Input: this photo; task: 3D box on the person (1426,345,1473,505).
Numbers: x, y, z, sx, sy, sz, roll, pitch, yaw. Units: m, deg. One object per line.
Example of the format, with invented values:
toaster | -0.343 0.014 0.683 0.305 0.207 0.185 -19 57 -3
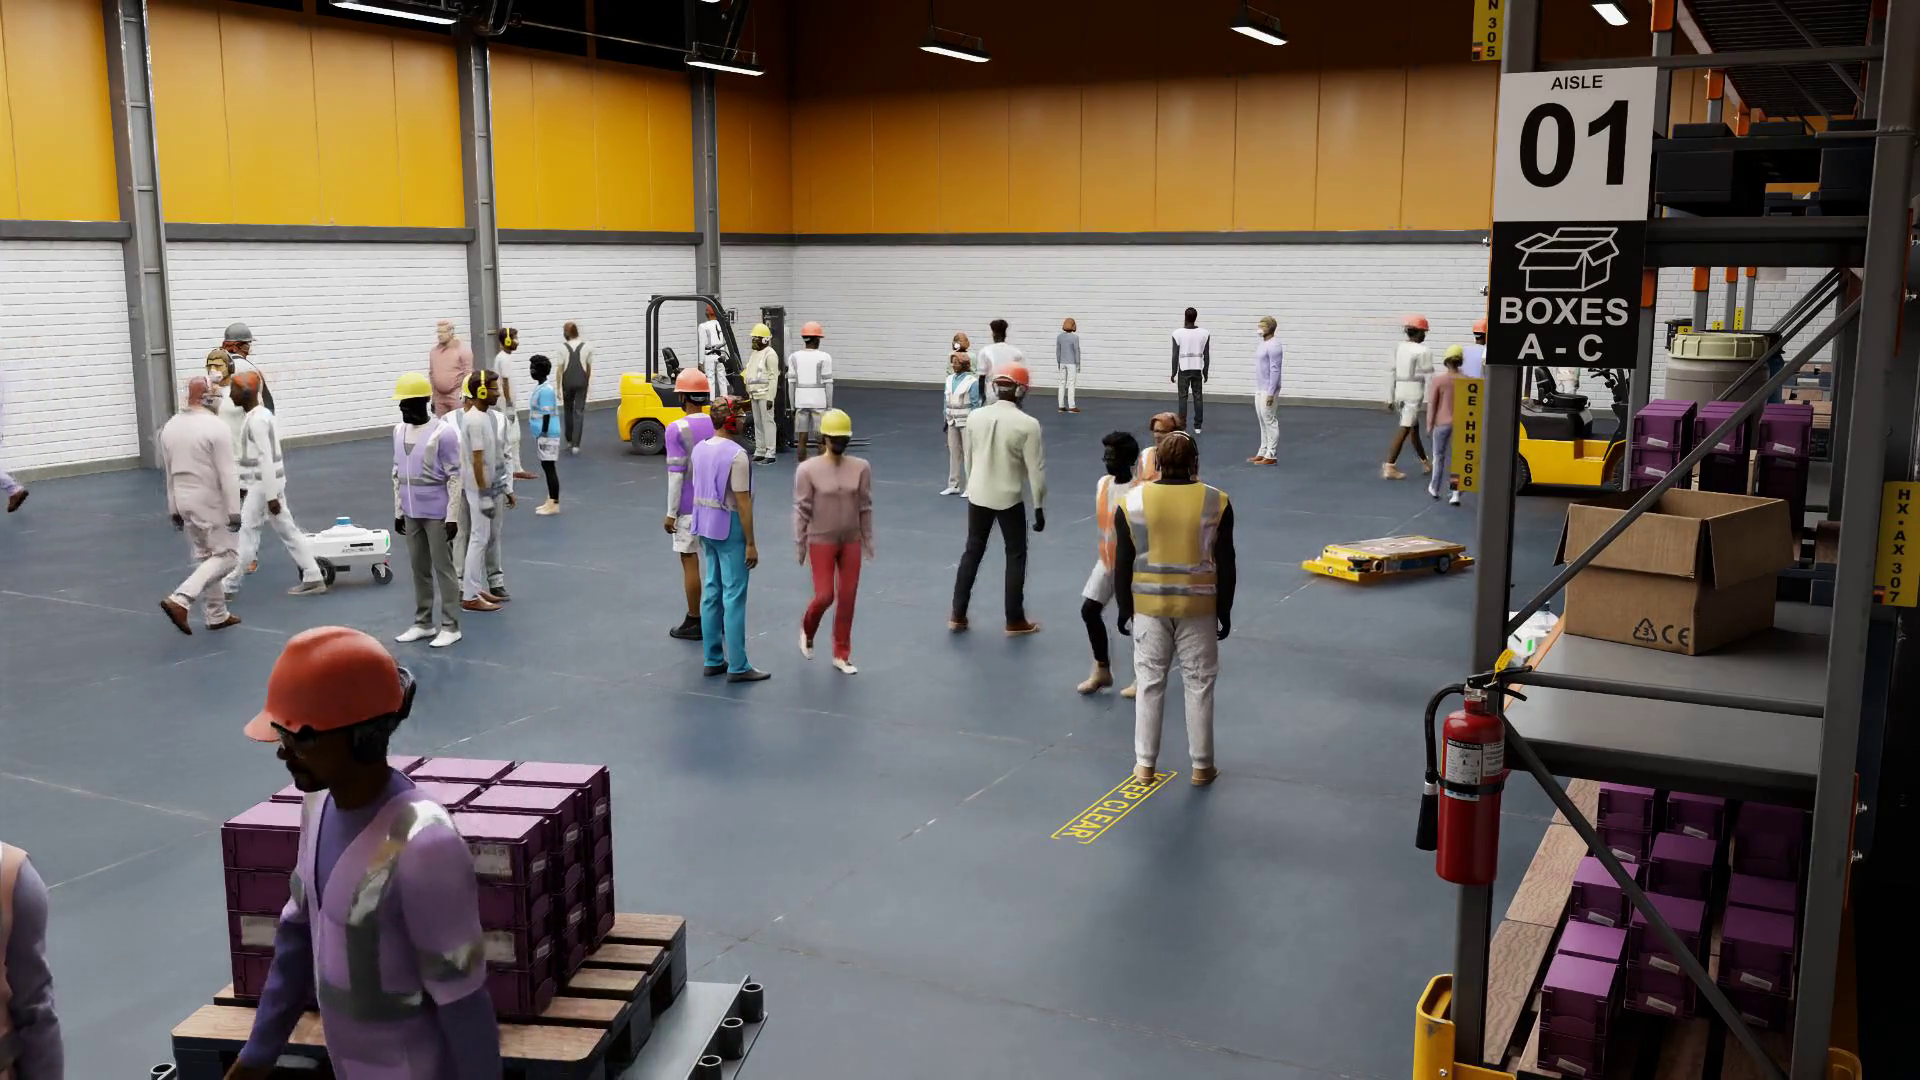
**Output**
person | 5.397 -1.266 18.297 0.546 1.723 0.890 1 10 4

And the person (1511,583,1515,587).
person | 4.391 -0.395 13.534 0.288 1.634 0.499 6 11 31

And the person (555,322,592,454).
person | -5.339 -2.114 23.039 0.505 1.780 0.974 -3 10 -15

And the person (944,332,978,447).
person | 0.015 -2.102 23.420 0.500 1.634 0.286 6 12 33

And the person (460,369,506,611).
person | -3.684 -0.378 12.804 0.339 1.860 0.532 -2 10 -12

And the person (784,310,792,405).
person | -3.029 -2.975 27.920 0.630 1.823 0.439 7 12 36

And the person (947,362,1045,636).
person | 0.267 -0.285 11.934 0.752 1.967 0.569 6 11 30

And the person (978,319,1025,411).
person | 0.513 -1.801 20.845 0.648 1.928 0.534 -2 10 -13

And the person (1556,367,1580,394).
person | 9.232 -2.426 25.275 0.315 1.640 0.515 -3 10 -15

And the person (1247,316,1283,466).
person | 3.959 -1.921 21.493 0.366 1.939 0.635 -1 10 -5

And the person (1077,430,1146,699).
person | 0.981 0.168 10.169 0.586 1.674 0.540 -7 12 -36

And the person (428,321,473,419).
person | -6.421 -1.792 20.900 0.650 1.898 0.398 4 11 22

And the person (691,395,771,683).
person | -1.509 -0.006 10.670 0.390 1.847 0.562 -9 13 -42

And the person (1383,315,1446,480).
person | 5.576 -1.732 20.242 1.066 1.983 0.629 -4 11 -23

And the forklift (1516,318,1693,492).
forklift | 7.066 -1.601 18.899 2.313 2.155 1.214 5 11 27

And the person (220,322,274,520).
person | -7.351 -1.223 17.154 0.682 2.000 0.537 8 13 39

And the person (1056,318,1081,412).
person | 1.882 -3.020 28.734 0.271 1.631 0.509 -10 14 -44

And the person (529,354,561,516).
person | -4.356 -1.103 17.466 0.318 1.695 0.540 -3 10 -19

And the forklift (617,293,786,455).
forklift | -3.588 -2.317 23.042 2.313 2.155 1.214 -1 10 -5

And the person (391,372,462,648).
person | -3.740 -0.208 11.607 0.591 1.925 0.385 6 11 30

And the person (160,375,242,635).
person | -5.436 -0.236 11.898 0.683 1.882 0.702 5 11 28

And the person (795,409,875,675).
person | -0.826 0.005 10.889 0.531 1.746 0.452 -5 11 -27

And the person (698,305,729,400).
person | -4.172 -3.050 28.189 0.578 1.882 0.346 -7 12 -36

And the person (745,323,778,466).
person | -2.578 -1.885 21.576 0.404 1.837 0.593 -7 12 -33

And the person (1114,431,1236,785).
person | 1.108 0.356 8.593 0.621 1.845 0.429 2 10 10

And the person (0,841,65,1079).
person | -2.137 1.265 3.348 0.621 1.838 0.429 -6 11 -30

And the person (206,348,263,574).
person | -6.262 -0.665 14.221 0.627 1.941 0.371 0 10 -1

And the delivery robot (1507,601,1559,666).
delivery robot | 3.652 0.625 10.485 0.477 0.478 0.707 1 10 4

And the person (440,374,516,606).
person | -3.777 -0.403 13.043 0.588 1.823 0.403 -6 12 -32

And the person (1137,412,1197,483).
person | 1.465 -0.092 11.803 0.514 1.630 0.315 10 14 44

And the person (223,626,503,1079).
person | -1.260 1.148 3.628 1.094 1.983 0.623 -7 12 -35

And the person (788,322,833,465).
person | -1.753 -1.605 19.680 0.545 1.933 0.376 3 10 15

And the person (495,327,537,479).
person | -5.448 -1.629 20.034 0.521 1.864 0.589 -2 10 -12

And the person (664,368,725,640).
person | -1.890 -0.256 11.858 0.361 1.935 0.553 8 13 40

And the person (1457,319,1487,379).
person | 6.438 -1.774 20.660 0.381 1.934 0.560 -9 13 -41

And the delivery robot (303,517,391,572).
delivery robot | -5.104 0.051 13.805 0.707 0.478 0.477 -4 11 -23

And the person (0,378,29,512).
person | -10.041 -1.138 17.093 0.526 1.889 0.655 -3 10 -15

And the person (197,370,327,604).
person | -5.544 -0.419 13.138 0.959 1.840 0.599 -3 10 -19

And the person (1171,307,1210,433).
person | 3.509 -2.576 25.334 0.596 1.921 0.385 -1 10 -7

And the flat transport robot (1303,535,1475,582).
flat transport robot | 3.715 0.146 14.346 1.431 0.197 0.652 -6 12 -32

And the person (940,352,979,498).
person | 0.008 -1.297 18.736 0.512 1.642 0.312 9 14 44
